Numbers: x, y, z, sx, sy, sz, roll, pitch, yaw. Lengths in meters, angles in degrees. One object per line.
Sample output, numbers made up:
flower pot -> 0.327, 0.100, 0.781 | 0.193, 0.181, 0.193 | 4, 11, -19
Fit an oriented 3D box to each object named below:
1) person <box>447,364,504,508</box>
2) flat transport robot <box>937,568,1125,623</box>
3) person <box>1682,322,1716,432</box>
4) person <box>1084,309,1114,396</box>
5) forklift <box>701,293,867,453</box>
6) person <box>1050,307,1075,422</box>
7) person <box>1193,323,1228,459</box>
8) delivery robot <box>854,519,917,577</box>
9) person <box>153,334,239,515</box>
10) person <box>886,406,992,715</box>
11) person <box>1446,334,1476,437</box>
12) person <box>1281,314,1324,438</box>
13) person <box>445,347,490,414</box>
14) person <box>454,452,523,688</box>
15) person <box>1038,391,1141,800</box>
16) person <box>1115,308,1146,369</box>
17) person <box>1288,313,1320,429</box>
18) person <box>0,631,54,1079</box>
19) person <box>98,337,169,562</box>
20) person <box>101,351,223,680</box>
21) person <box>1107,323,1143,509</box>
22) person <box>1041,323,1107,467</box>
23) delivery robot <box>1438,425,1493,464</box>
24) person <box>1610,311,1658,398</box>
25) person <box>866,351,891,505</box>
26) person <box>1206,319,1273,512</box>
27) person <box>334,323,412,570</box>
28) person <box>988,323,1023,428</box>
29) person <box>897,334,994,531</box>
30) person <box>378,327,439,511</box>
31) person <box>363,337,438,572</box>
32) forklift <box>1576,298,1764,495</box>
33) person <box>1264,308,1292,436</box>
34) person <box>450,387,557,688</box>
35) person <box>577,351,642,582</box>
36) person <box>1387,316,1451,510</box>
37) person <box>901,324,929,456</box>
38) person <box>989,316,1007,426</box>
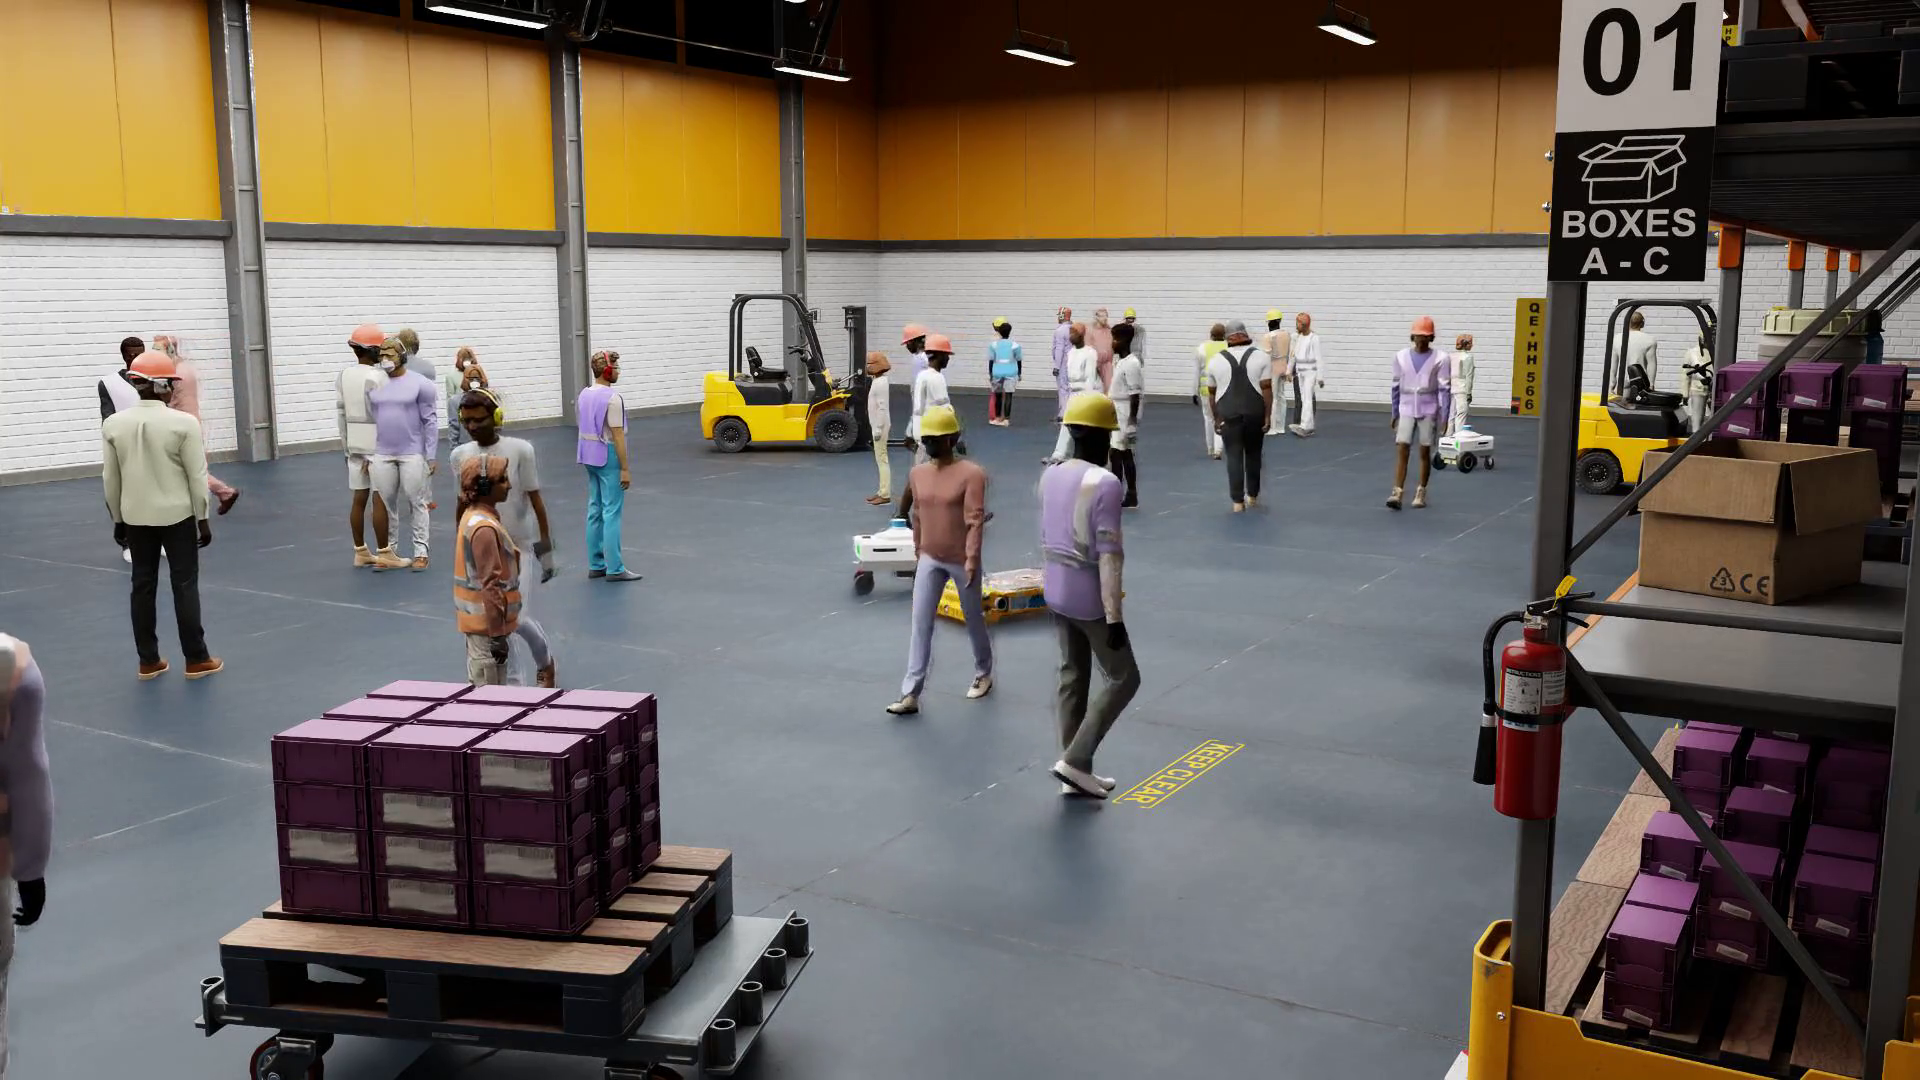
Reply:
person -> -4.476, -0.818, 15.415 | 0.501, 1.626, 0.277 | -3, 10, -18
flat transport robot -> 0.466, 0.378, 12.167 | 1.431, 0.197, 0.652 | -7, 11, -38
person -> 9.790, -1.934, 21.784 | 0.626, 1.813, 0.563 | 2, 9, 15
person -> 2.406, -2.972, 28.135 | 0.639, 1.853, 0.961 | -4, 10, -24
forklift -> -2.458, -2.344, 23.176 | 2.313, 2.155, 1.214 | 0, 9, -2
person -> 1.721, -2.908, 27.591 | 0.407, 1.908, 0.641 | 5, 11, 30
person -> 3.436, -1.986, 22.186 | 0.646, 1.801, 0.962 | 2, 9, 15
delivery robot -> -0.467, 0.078, 12.862 | 0.707, 0.478, 0.477 | -1, 9, -5
person -> -7.568, -1.091, 16.327 | 0.662, 1.884, 0.668 | -8, 12, -40
person -> -0.073, 0.101, 9.385 | 0.533, 1.719, 0.903 | 5, 10, 30
person -> 6.847, -1.998, 22.750 | 0.315, 1.636, 0.515 | -2, 9, -13
person -> 5.176, -2.458, 25.003 | 0.834, 1.844, 0.667 | -4, 10, -24
person -> -5.765, -1.467, 19.518 | 0.508, 1.608, 0.696 | -4, 10, -26
person -> -2.171, 0.414, 7.683 | 0.306, 1.639, 0.524 | -4, 10, -21
person -> 0.587, 0.271, 7.700 | 0.401, 1.914, 0.622 | -5, 11, -31
person -> 3.085, -3.294, 30.230 | 0.587, 1.833, 0.404 | -2, 9, -10
person -> 5.412, -2.659, 26.238 | 0.506, 1.843, 0.351 | -3, 9, -16
person -> -2.775, 0.860, 4.455 | 0.620, 1.797, 0.980 | -6, 11, -33
person -> -7.053, -0.783, 14.285 | 0.388, 1.920, 0.590 | 7, 11, 37
person -> -4.831, -0.142, 10.064 | 0.613, 1.991, 0.392 | 0, 9, 1
person -> 1.602, -1.262, 17.209 | 0.590, 1.948, 0.667 | 0, 9, 0
person -> 1.486, -1.792, 20.847 | 0.979, 1.832, 0.595 | -6, 11, -34
delivery robot -> 6.310, -1.185, 20.730 | 0.707, 0.478, 0.477 | -5, 10, -32
person -> 9.226, -2.160, 22.823 | 0.630, 1.940, 0.372 | 6, 11, 35
person -> -0.868, -1.187, 17.695 | 0.270, 1.632, 0.508 | -1, 9, -4
person -> 2.916, -1.342, 17.400 | 0.693, 2.000, 0.893 | 1, 9, 9
person -> -4.871, -0.764, 13.782 | 0.607, 2.045, 0.390 | 5, 11, 30
person -> 0.732, -2.646, 26.717 | 0.546, 1.655, 0.855 | 1, 9, 9
person -> -0.170, -0.975, 15.581 | 1.023, 1.873, 0.559 | -2, 9, -10
person -> -5.618, -1.192, 16.872 | 0.648, 1.916, 0.838 | 2, 9, 12
person -> -4.611, -0.697, 13.686 | 0.632, 1.938, 0.359 | 0, 9, 2
forklift -> 7.954, -1.589, 18.462 | 2.313, 2.155, 1.214 | 5, 11, 30
person -> 4.777, -2.547, 25.269 | 0.364, 1.928, 0.587 | 9, 13, 44
person -> -2.514, 0.069, 9.193 | 0.566, 1.843, 0.470 | 2, 9, 12
person -> -2.837, -0.585, 13.277 | 0.390, 1.846, 0.565 | -9, 12, -43
person -> 4.731, -1.297, 17.200 | 0.636, 2.009, 0.847 | 5, 10, 27
person -> -0.420, -1.428, 18.368 | 0.514, 1.897, 0.591 | 3, 10, 18
person -> 0.642, -2.737, 26.961 | 0.325, 1.767, 0.533 | 2, 9, 11
